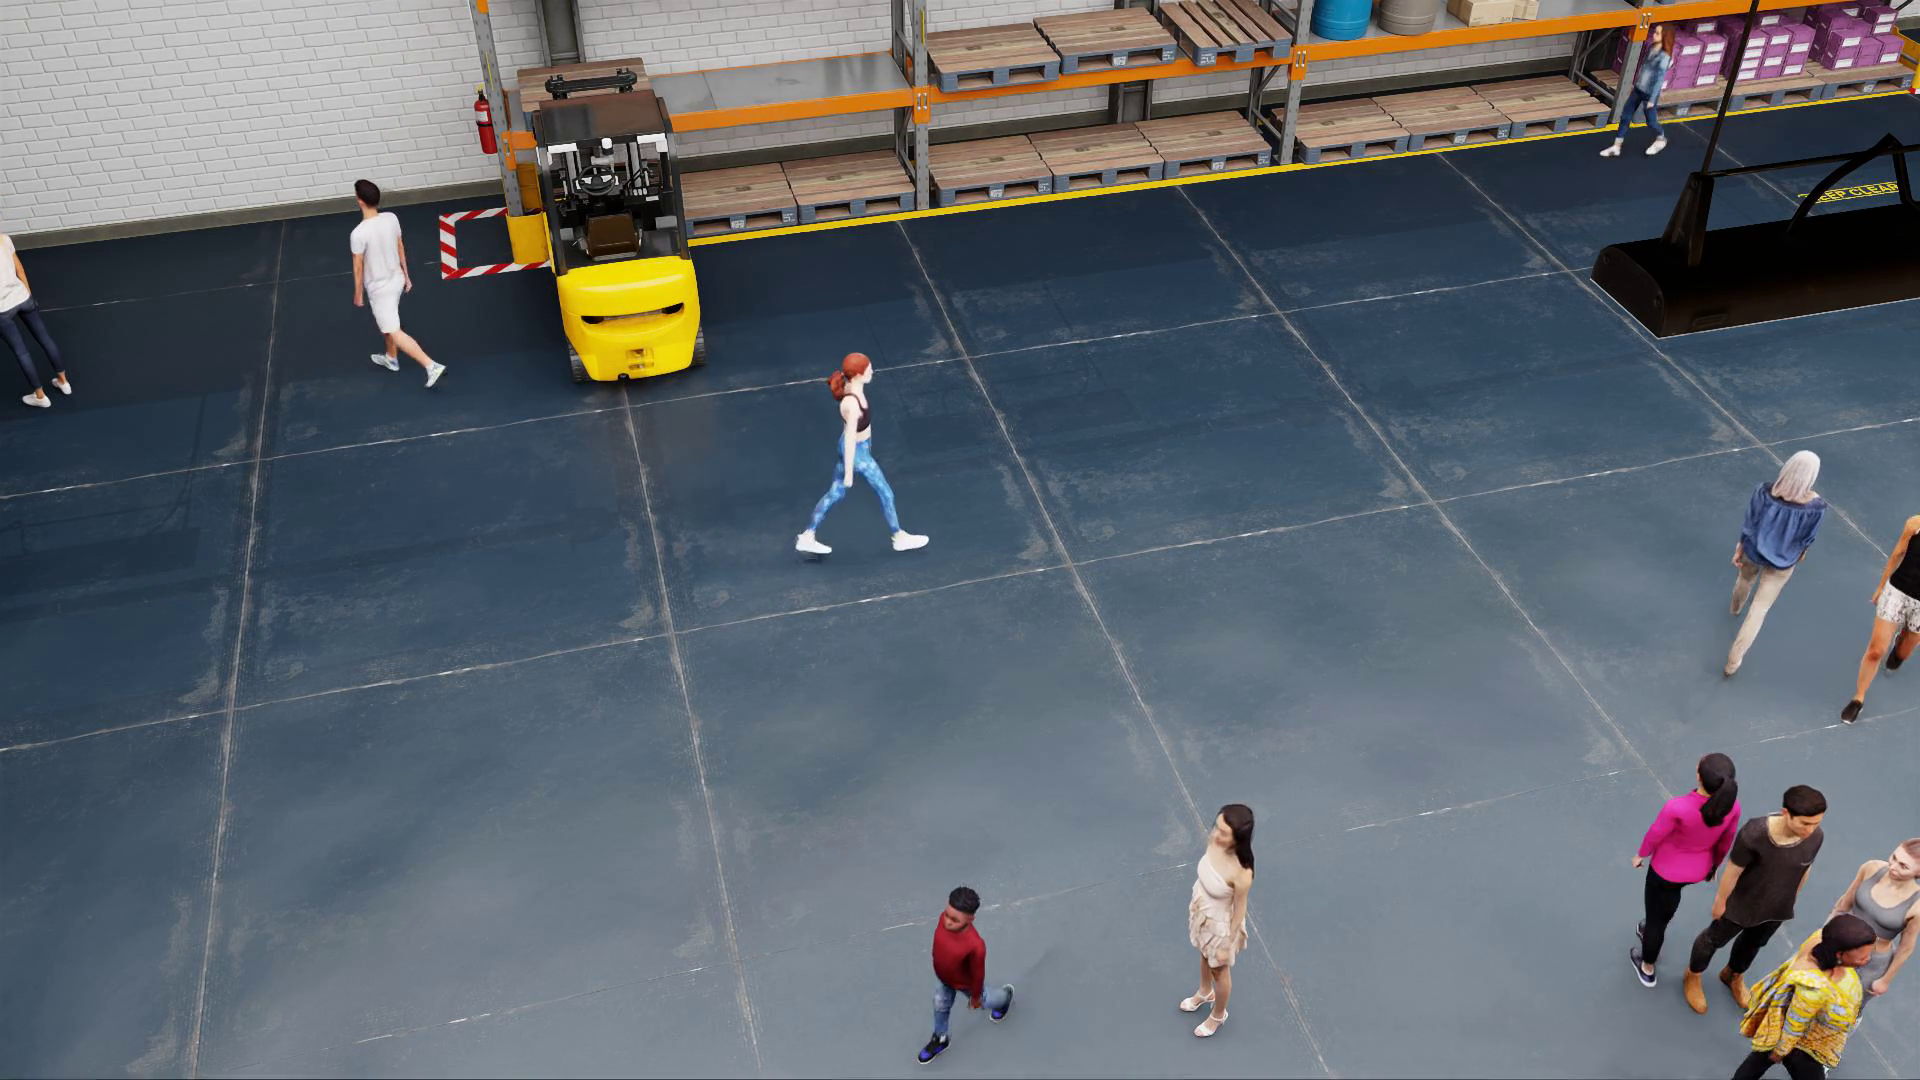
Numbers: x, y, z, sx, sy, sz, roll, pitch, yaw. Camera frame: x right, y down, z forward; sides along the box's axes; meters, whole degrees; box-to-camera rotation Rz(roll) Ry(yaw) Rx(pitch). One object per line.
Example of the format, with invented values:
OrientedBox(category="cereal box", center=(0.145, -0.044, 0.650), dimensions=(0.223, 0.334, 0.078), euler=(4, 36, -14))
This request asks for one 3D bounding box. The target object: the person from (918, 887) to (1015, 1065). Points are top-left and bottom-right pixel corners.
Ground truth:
OrientedBox(category="person", center=(0.050, 2.278, 8.919), dimensions=(0.930, 1.232, 0.744), euler=(-30, 47, -32))

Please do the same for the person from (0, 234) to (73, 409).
OrientedBox(category="person", center=(-7.809, -1.923, 13.718), dimensions=(0.725, 1.809, 0.663), euler=(20, 43, 23))

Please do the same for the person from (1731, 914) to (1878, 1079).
OrientedBox(category="person", center=(4.151, 2.419, 8.416), dimensions=(0.929, 1.641, 0.871), euler=(18, 42, 22))

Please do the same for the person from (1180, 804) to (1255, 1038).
OrientedBox(category="person", center=(1.379, 2.024, 8.834), dimensions=(0.528, 1.736, 0.574), euler=(-12, 40, -14))

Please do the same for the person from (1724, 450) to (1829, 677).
OrientedBox(category="person", center=(5.431, 0.190, 11.214), dimensions=(1.087, 1.643, 1.180), euler=(22, 44, 25))

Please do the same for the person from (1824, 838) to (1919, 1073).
OrientedBox(category="person", center=(4.713, 2.155, 8.696), dimensions=(0.609, 1.703, 0.620), euler=(-19, 42, -22))

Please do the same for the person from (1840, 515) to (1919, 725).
OrientedBox(category="person", center=(6.242, 0.357, 10.854), dimensions=(0.986, 1.821, 1.141), euler=(29, 47, 31))

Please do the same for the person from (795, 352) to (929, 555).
OrientedBox(category="person", center=(-0.855, -0.564, 12.085), dimensions=(1.230, 1.733, 0.617), euler=(-6, 39, -8))

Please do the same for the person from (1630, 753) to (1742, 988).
OrientedBox(category="person", center=(3.967, 1.858, 9.086), dimensions=(0.649, 1.691, 0.715), euler=(-3, 39, -3))

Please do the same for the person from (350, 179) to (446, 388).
OrientedBox(category="person", center=(-4.766, -2.114, 13.940), dimensions=(1.245, 1.830, 1.110), euler=(15, 41, 18))

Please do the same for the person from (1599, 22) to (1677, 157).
OrientedBox(category="person", center=(7.298, -4.713, 17.495), dimensions=(0.958, 1.455, 0.589), euler=(-8, 39, -10))

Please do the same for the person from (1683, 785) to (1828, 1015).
OrientedBox(category="person", center=(4.309, 1.908, 8.997), dimensions=(0.544, 1.713, 0.721), euler=(-2, 39, -2))
